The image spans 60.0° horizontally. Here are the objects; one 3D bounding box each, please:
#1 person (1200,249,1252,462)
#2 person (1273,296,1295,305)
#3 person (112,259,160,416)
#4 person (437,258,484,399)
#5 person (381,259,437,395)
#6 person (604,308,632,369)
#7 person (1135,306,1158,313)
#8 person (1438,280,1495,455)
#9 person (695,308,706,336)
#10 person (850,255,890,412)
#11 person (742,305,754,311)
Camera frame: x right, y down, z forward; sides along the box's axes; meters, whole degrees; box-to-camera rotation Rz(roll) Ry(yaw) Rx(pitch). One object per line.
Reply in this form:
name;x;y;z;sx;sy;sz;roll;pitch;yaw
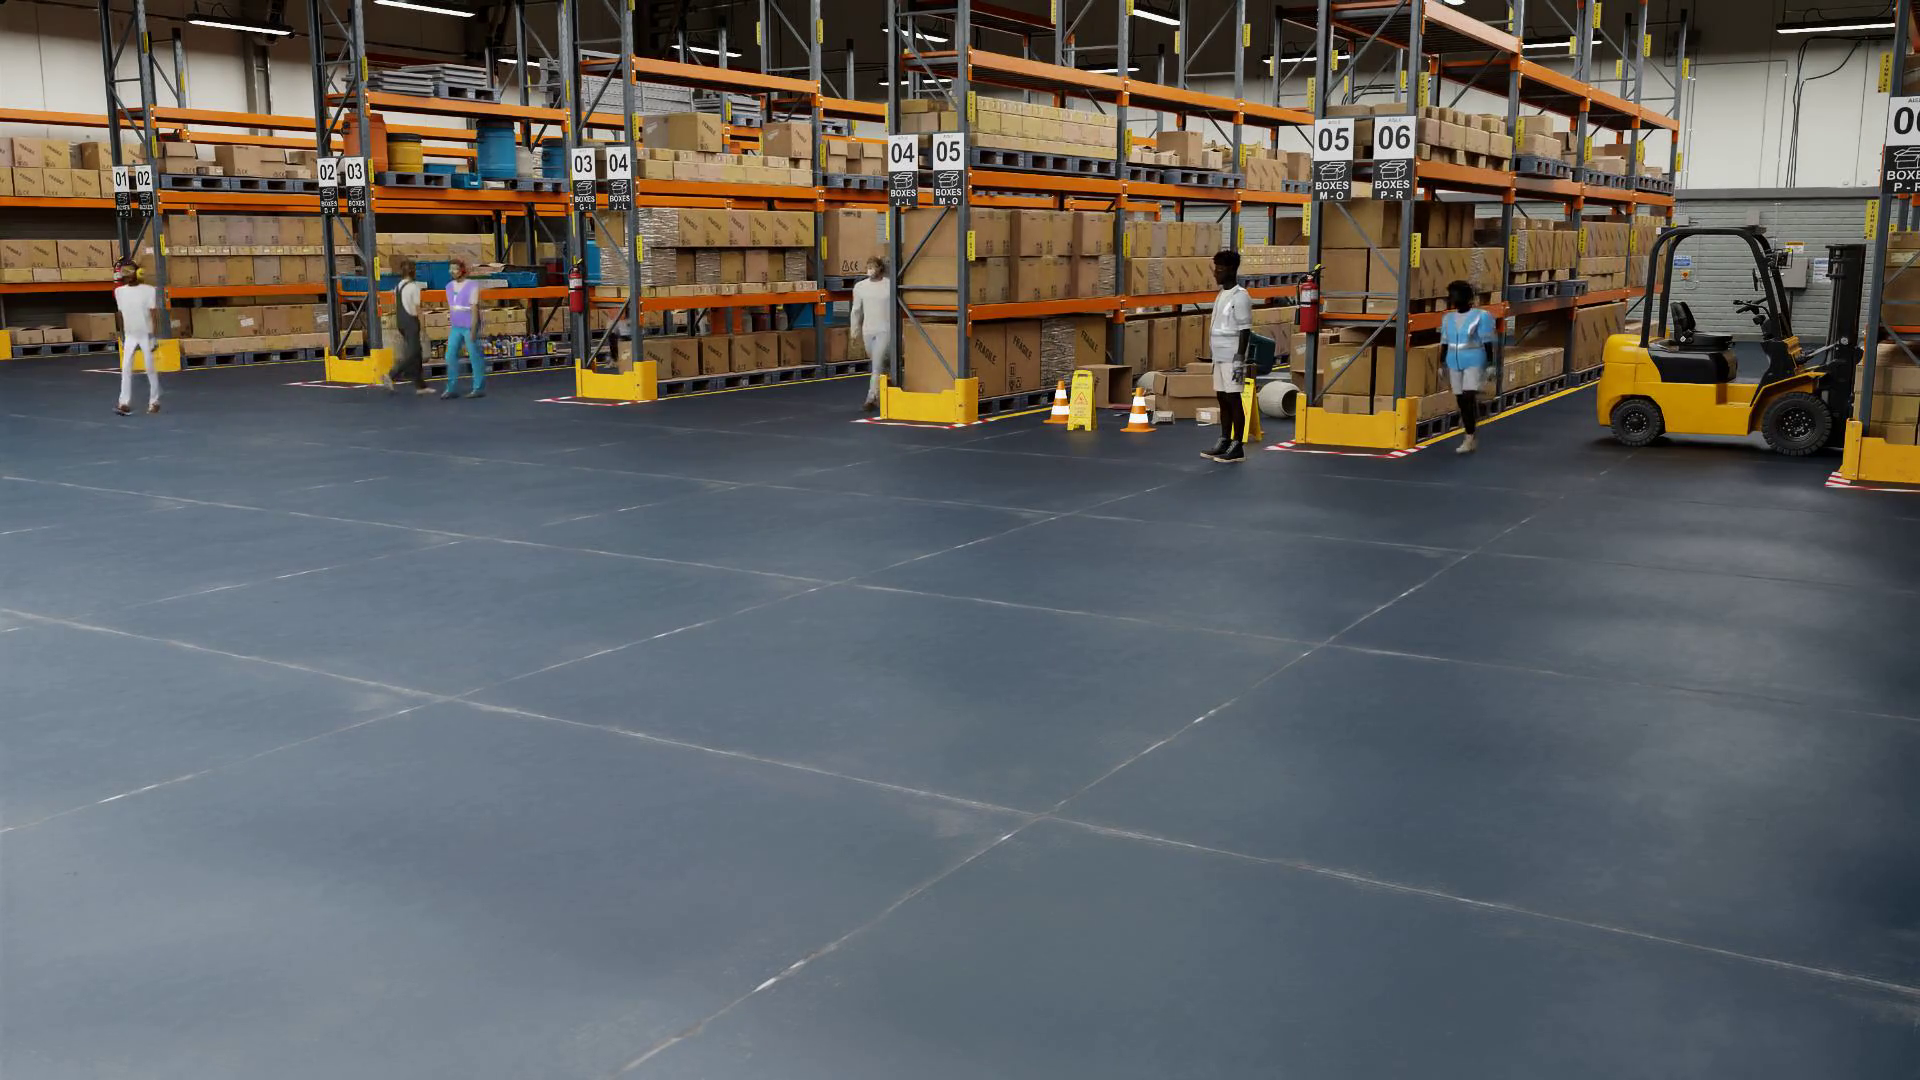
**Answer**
person;2.487;-1.705;15.449;0.361;1.963;0.617;-2;10;-13
person;6.564;-4.953;33.887;0.514;1.885;0.593;-7;12;-35
person;-9.673;-2.360;19.512;0.515;1.834;0.907;-1;10;-5
person;-6.486;-2.721;21.540;0.577;1.815;0.776;5;11;25
person;-7.312;-2.795;21.957;0.726;1.822;0.511;-10;14;-44
person;-5.434;-3.591;26.853;0.541;1.674;0.690;8;13;39
person;3.454;-4.378;30.828;0.597;1.827;1.004;7;12;33
person;4.789;-1.638;15.935;0.654;1.653;0.557;-8;13;-38
person;-5.388;-5.031;34.213;0.590;1.923;0.394;6;12;30
person;-0.993;-2.533;20.322;0.646;1.895;1.012;5;11;25
person;-4.876;-5.655;37.404;0.623;2.028;0.684;5;11;28
